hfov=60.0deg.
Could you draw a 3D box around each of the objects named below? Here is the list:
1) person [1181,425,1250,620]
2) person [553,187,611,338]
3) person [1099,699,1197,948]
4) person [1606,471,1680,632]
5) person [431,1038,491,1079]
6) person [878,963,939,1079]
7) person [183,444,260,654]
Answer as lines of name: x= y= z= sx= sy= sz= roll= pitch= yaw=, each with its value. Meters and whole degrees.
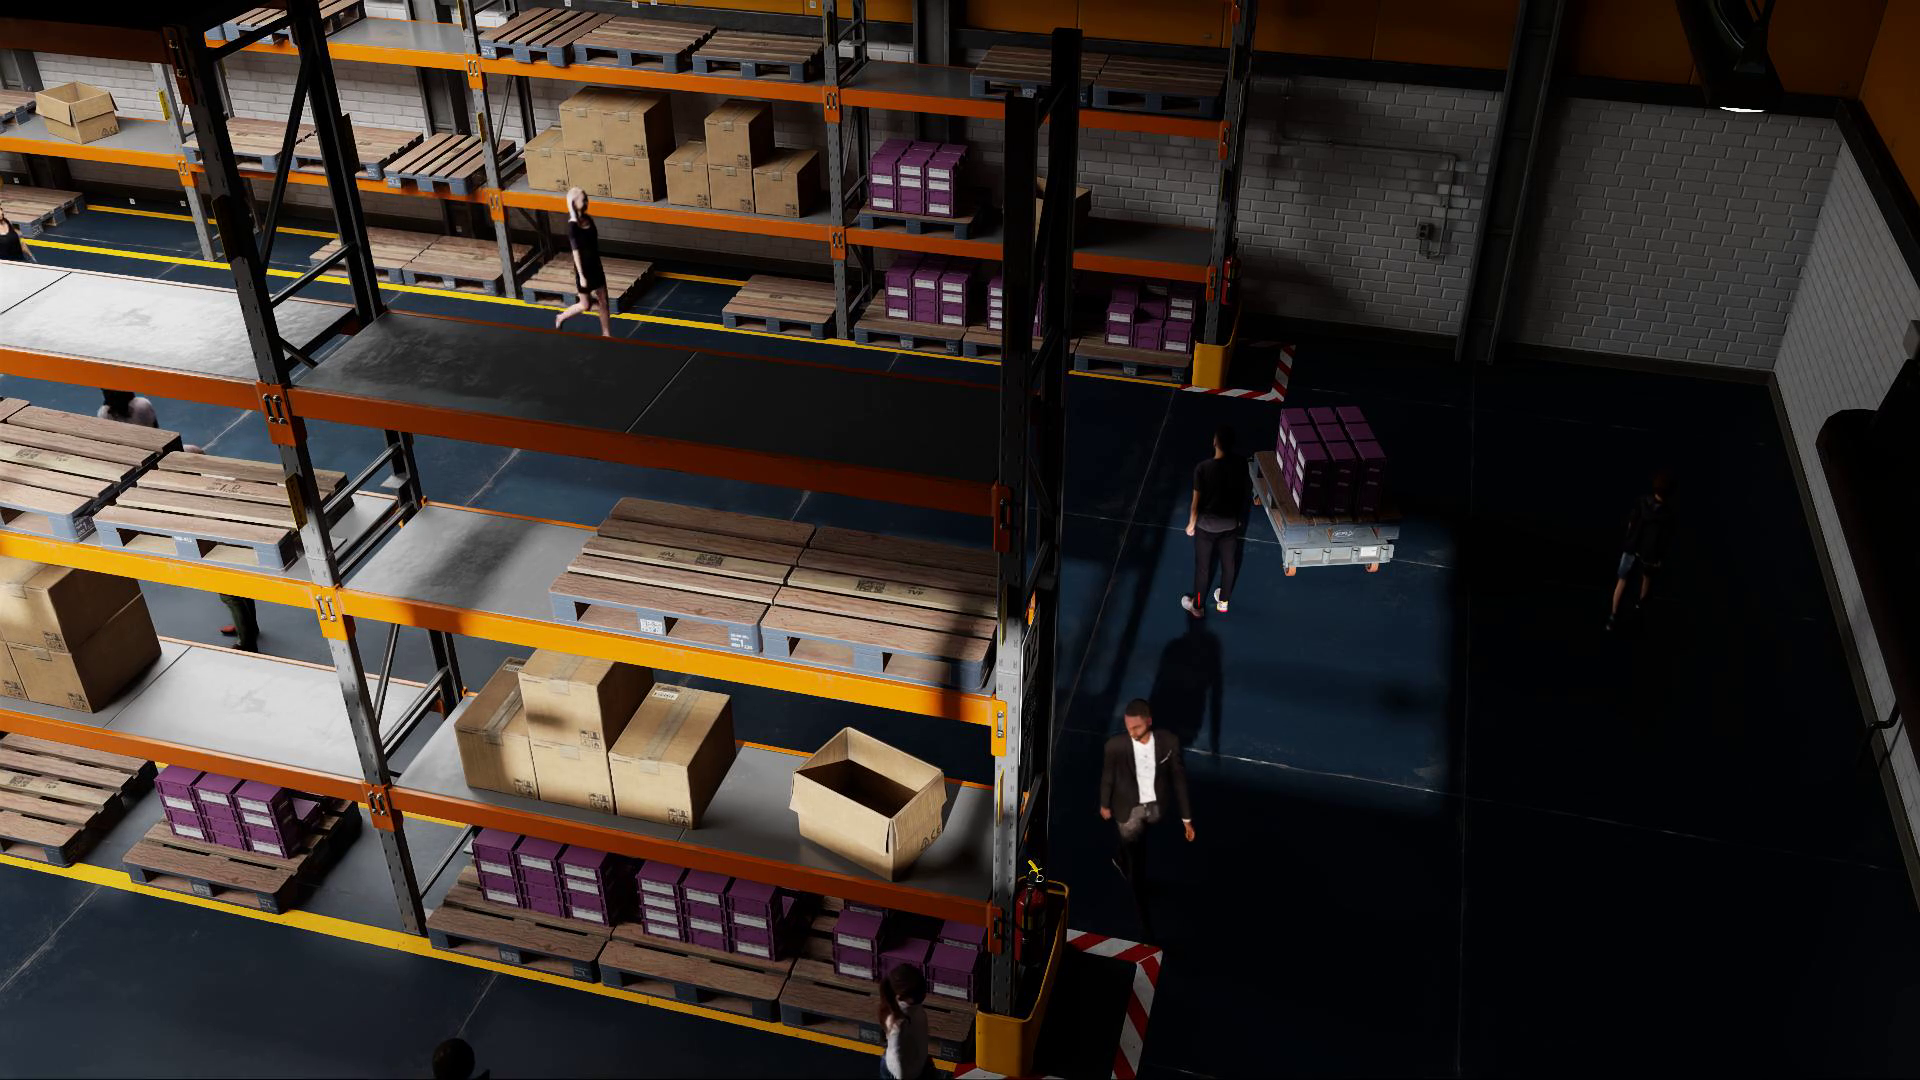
person: x=2.092 y=-0.149 z=13.551 sx=0.672 sy=1.765 sz=0.779 roll=-10 pitch=35 yaw=-15
person: x=-4.007 y=-2.827 z=17.540 sx=1.018 sy=1.808 sz=0.642 roll=11 pitch=35 yaw=15
person: x=1.142 y=1.673 z=10.823 sx=1.192 sy=1.749 sz=1.126 roll=-10 pitch=35 yaw=-15
person: x=5.516 y=0.103 z=13.489 sx=0.964 sy=1.413 sz=0.838 roll=24 pitch=40 yaw=31
person: x=-2.528 y=3.205 z=8.601 sx=0.592 sy=1.659 sz=0.654 roll=26 pitch=41 yaw=33
person: x=-0.378 y=2.876 z=9.198 sx=0.636 sy=1.545 sz=0.550 roll=6 pitch=34 yaw=9
person: x=-5.855 y=0.068 z=13.124 sx=0.779 sy=1.875 sz=0.771 roll=-8 pitch=35 yaw=-12
